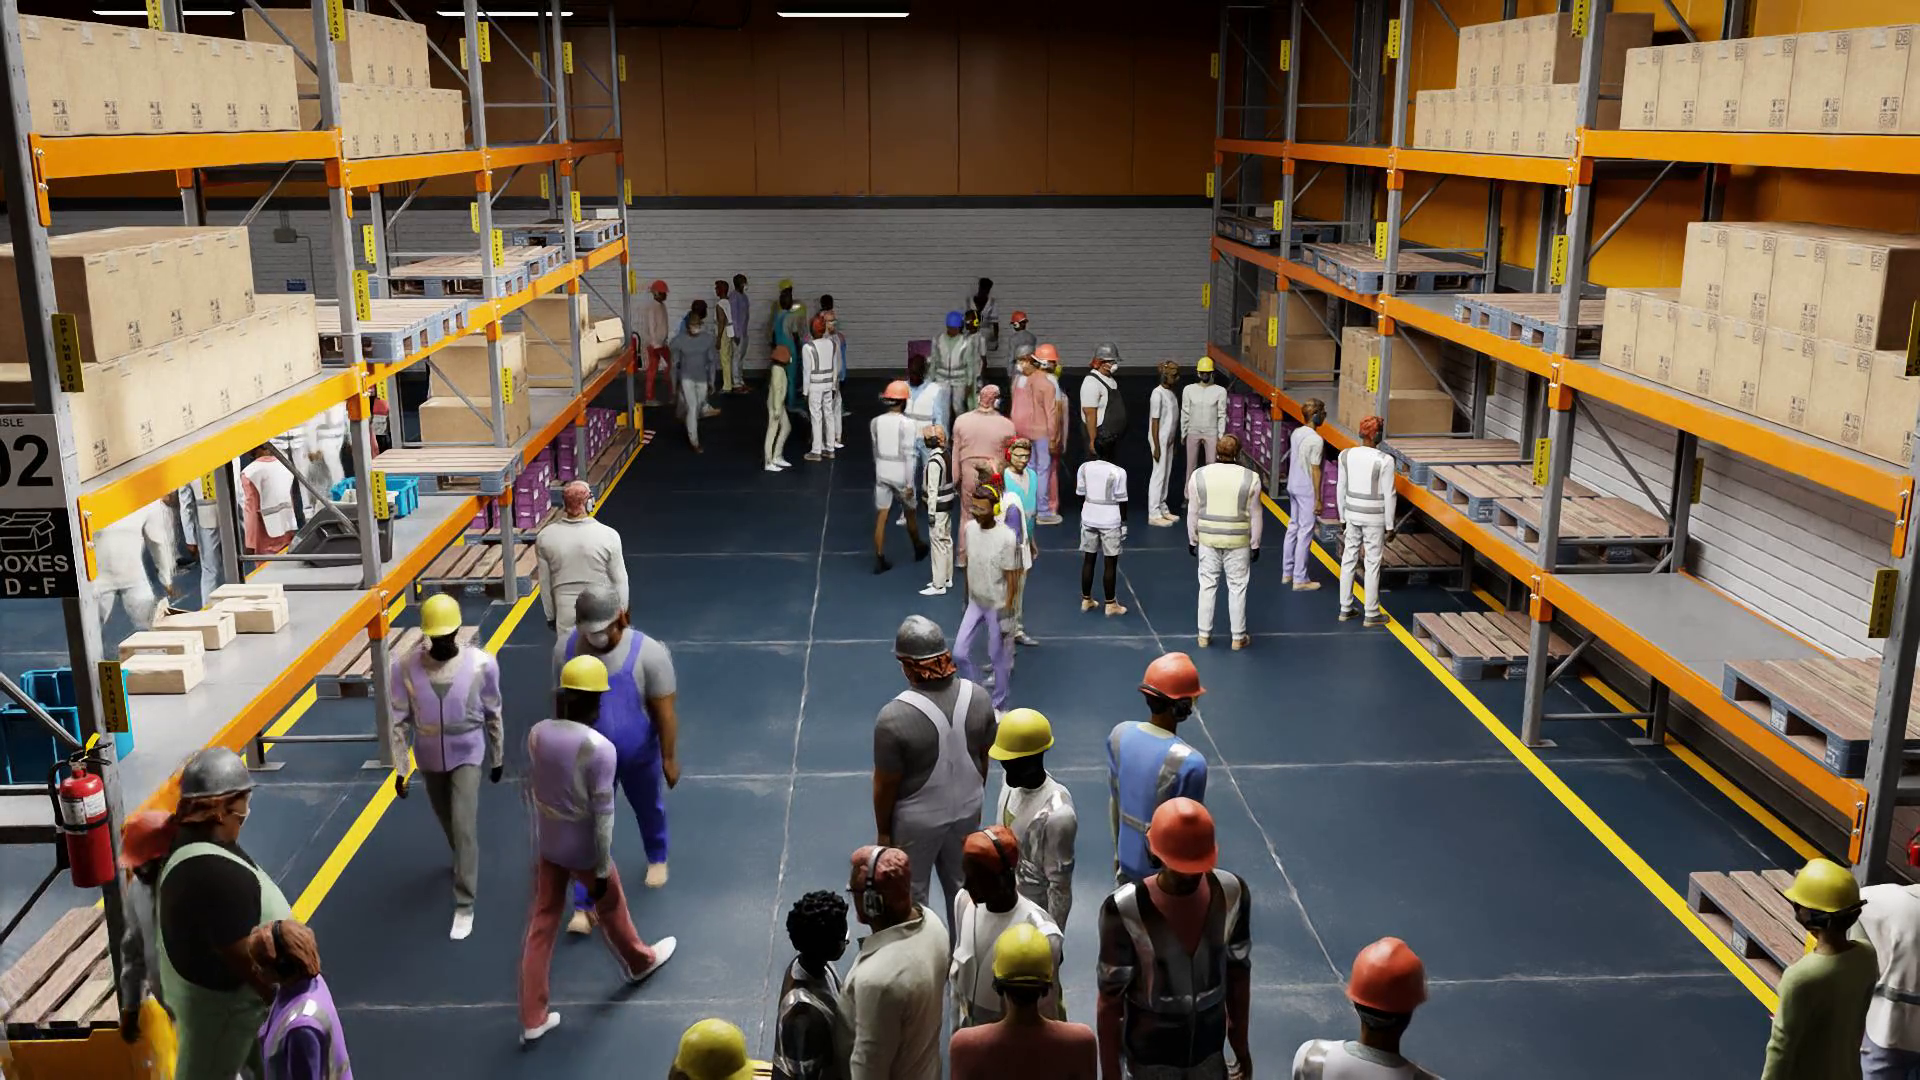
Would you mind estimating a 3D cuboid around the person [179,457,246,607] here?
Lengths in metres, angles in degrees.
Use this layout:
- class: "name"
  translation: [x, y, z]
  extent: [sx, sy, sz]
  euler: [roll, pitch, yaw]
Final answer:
- class: "person"
  translation: [-6.433, -0.097, 14.372]
  extent: [0.398, 1.909, 0.599]
  euler: [9, 17, 31]

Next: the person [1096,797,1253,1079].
- class: "person"
  translation: [0.817, 1.907, 6.264]
  extent: [0.613, 2.029, 0.409]
  euler: [-4, 15, -17]

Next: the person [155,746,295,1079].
- class: "person"
  translation: [-2.943, 1.775, 6.750]
  extent: [1.067, 2.000, 0.708]
  euler: [-8, 16, -27]

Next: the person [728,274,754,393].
- class: "person"
  translation: [-3.595, -3.377, 27.179]
  extent: [0.374, 1.941, 0.627]
  euler: [2, 14, 8]

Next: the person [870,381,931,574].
- class: "person"
  translation: [-0.606, -0.650, 16.568]
  extent: [0.556, 1.884, 0.903]
  euler: [8, 16, 28]

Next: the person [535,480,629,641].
- class: "person"
  translation: [-2.690, 0.511, 11.981]
  extent: [0.643, 1.909, 0.411]
  euler: [1, 14, 3]

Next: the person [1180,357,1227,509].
- class: "person"
  translation: [2.779, -1.217, 19.039]
  extent: [0.528, 1.772, 0.304]
  euler: [4, 15, 14]

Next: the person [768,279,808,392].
- class: "person"
  translation: [-2.780, -3.281, 26.980]
  extent: [0.619, 1.891, 0.812]
  euler: [4, 15, 16]

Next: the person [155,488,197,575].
- class: "person"
  translation: [-7.793, -0.567, 16.389]
  extent: [0.404, 1.823, 0.590]
  euler: [-4, 15, -15]

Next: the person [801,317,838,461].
- class: "person"
  translation: [-1.845, -1.984, 21.822]
  extent: [0.355, 1.883, 0.575]
  euler: [13, 19, 42]

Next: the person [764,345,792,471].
- class: "person"
  translation: [-2.323, -1.687, 21.197]
  extent: [0.401, 1.609, 0.524]
  euler: [-1, 14, -4]

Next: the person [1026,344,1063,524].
- class: "person"
  translation: [0.912, -1.175, 18.428]
  extent: [0.392, 1.991, 0.612]
  euler: [-7, 16, -24]

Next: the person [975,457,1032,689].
- class: "person"
  translation: [0.314, 0.244, 13.212]
  extent: [0.470, 1.827, 0.599]
  euler: [-5, 15, -19]

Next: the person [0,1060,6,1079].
- class: "person"
  translation: [-3.560, 2.117, 5.712]
  extent: [0.580, 1.879, 0.943]
  euler: [9, 17, 31]

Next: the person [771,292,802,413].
- class: "person"
  translation: [-2.644, -2.853, 25.329]
  extent: [0.509, 1.839, 0.337]
  euler: [10, 18, 35]

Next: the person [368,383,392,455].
- class: "person"
  translation: [-7.167, -1.591, 20.653]
  extent: [0.318, 1.697, 0.536]
  euler: [6, 15, 21]

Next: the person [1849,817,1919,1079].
- class: "person"
  translation: [3.709, 1.954, 6.458]
  extent: [0.562, 1.838, 0.387]
  euler: [8, 16, 28]

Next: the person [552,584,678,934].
- class: "person"
  translation: [-1.930, 1.117, 9.333]
  extent: [0.722, 2.000, 1.037]
  euler: [1, 14, 5]

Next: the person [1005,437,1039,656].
- class: "person"
  translation: [0.445, 0.033, 13.991]
  extent: [0.396, 1.839, 0.564]
  euler: [11, 18, 37]

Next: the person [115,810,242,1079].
- class: "person"
  translation: [-3.215, 1.925, 6.793]
  extent: [0.564, 1.717, 0.758]
  euler: [8, 17, 30]

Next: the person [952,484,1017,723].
- class: "person"
  translation: [0.151, 0.506, 12.107]
  extent: [0.577, 1.846, 0.635]
  euler: [12, 18, 39]

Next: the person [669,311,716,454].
- class: "person"
  translation: [-3.643, -2.173, 22.551]
  extent: [0.623, 1.903, 0.948]
  euler: [-7, 16, -26]

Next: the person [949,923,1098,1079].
- class: "person"
  translation: [0.218, 2.164, 5.782]
  extent: [0.522, 1.764, 0.318]
  euler: [-1, 14, -5]

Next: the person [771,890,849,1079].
- class: "person"
  translation: [-0.545, 2.095, 6.196]
  extent: [0.319, 1.694, 0.533]
  euler: [0, 14, 1]

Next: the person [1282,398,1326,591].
- class: "person"
  translation: [3.298, -0.433, 15.834]
  extent: [0.345, 1.838, 0.507]
  euler: [-4, 15, -16]

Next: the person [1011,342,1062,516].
- class: "person"
  translation: [0.821, -1.226, 18.533]
  extent: [0.534, 2.000, 0.748]
  euler: [-10, 17, -33]

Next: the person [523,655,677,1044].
- class: "person"
  translation: [-1.873, 1.483, 8.254]
  extent: [0.611, 1.854, 1.016]
  euler: [8, 17, 30]

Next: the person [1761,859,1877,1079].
- class: "person"
  translation: [3.195, 2.039, 6.277]
  extent: [0.525, 1.760, 0.340]
  euler: [-8, 17, -30]

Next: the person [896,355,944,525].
- class: "person"
  translation: [-0.426, -1.162, 18.632]
  extent: [0.597, 1.875, 0.966]
  euler: [6, 15, 21]

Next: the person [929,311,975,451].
- class: "person"
  translation: [-0.098, -2.209, 22.700]
  extent: [0.635, 1.905, 0.901]
  euler: [2, 14, 6]

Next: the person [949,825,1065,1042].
- class: "person"
  translation: [0.151, 1.965, 6.342]
  extent: [0.374, 1.879, 0.584]
  euler: [-11, 18, -37]
